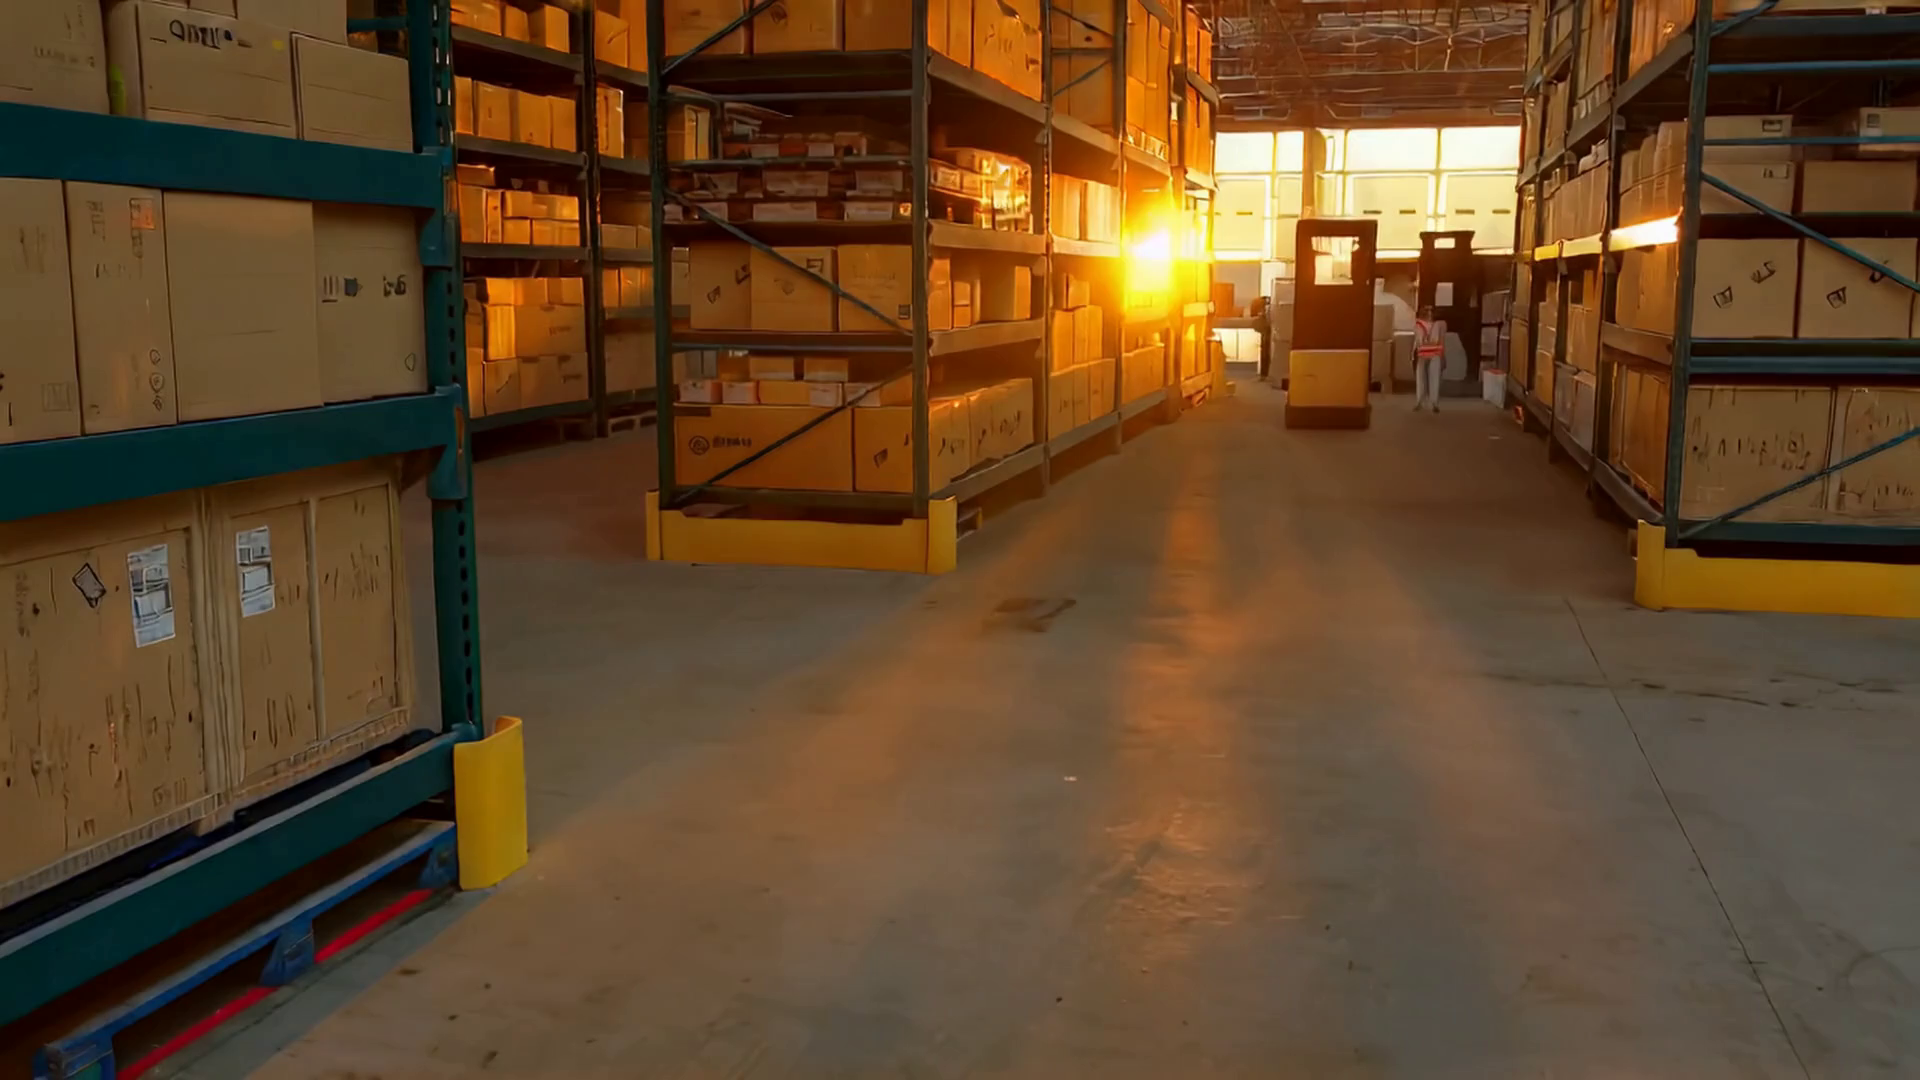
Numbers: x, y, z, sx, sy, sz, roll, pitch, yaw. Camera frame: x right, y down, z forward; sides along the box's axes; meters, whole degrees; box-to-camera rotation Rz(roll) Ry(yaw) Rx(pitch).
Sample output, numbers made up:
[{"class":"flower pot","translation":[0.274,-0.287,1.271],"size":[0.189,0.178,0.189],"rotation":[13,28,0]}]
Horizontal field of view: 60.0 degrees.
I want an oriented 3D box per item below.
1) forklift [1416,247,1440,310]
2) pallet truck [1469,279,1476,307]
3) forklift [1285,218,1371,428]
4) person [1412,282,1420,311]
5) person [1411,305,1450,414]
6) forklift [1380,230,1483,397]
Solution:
[{"class":"forklift","translation":[12.210,-6.239,43.408],"size":[1.873,2.768,1.129],"rotation":[5,10,30]},{"class":"pallet truck","translation":[18.896,-8.459,60.307],"size":[1.885,1.965,0.823],"rotation":[5,10,31]},{"class":"forklift","translation":[5.088,-2.986,22.744],"size":[1.129,2.768,1.873],"rotation":[2,9,15]},{"class":"person","translation":[14.108,-6.976,51.143],"size":[0.535,1.922,0.558],"rotation":[9,12,44]},{"class":"person","translation":[7.050,-2.693,24.912],"size":[0.569,1.622,0.349],"rotation":[3,10,20]},{"class":"forklift","translation":[8.263,-3.887,28.469],"size":[1.873,2.768,1.129],"rotation":[-5,10,-30]}]
